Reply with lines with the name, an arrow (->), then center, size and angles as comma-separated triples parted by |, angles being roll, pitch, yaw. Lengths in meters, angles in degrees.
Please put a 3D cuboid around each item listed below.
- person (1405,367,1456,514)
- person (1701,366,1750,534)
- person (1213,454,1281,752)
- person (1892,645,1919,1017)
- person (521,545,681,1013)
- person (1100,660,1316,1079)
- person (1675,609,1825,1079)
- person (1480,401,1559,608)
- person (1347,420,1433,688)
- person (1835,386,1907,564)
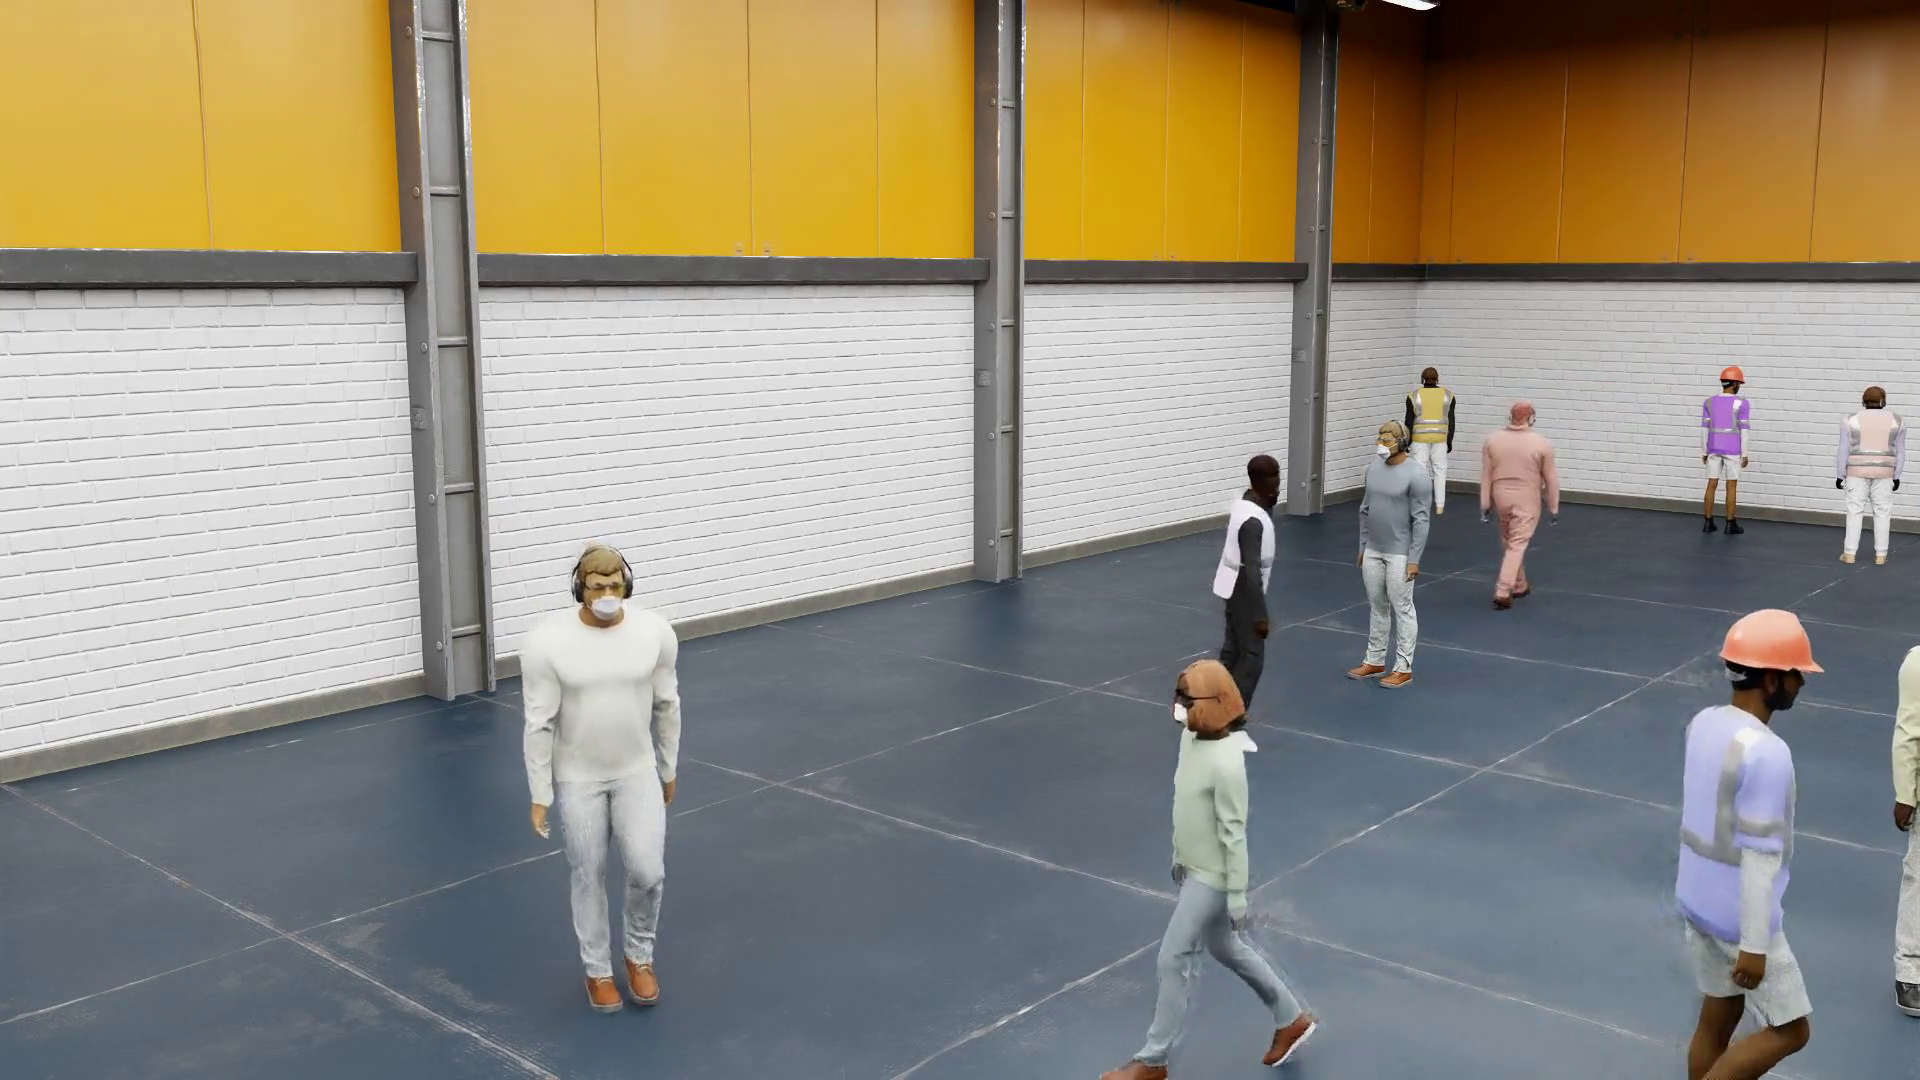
person -> 5.847, -1.235, 20.751 | 0.619, 1.841, 0.430 | 1, 9, 5
person -> 8.838, -1.033, 19.192 | 0.374, 1.930, 0.542 | -8, 12, -40
person -> 1.797, 0.375, 10.542 | 0.393, 1.875, 0.739 | 1, 9, 7
person -> 4.046, 1.010, 6.652 | 0.586, 1.837, 0.403 | 1, 9, 8
person -> -1.418, 0.968, 6.663 | 0.642, 1.923, 0.495 | -3, 10, -20
person -> 0.950, 1.214, 6.112 | 0.805, 1.601, 0.508 | -1, 9, -7
person -> 2.501, 1.171, 5.340 | 0.415, 1.925, 0.554 | 0, 9, 1
person -> 5.046, -0.328, 15.015 | 0.662, 1.861, 1.005 | 8, 12, 40
person -> 3.124, 0.097, 12.072 | 0.372, 1.940, 0.630 | -5, 10, -30
person -> 9.383, -0.665, 17.174 | 0.624, 1.841, 0.430 | 3, 10, 20
